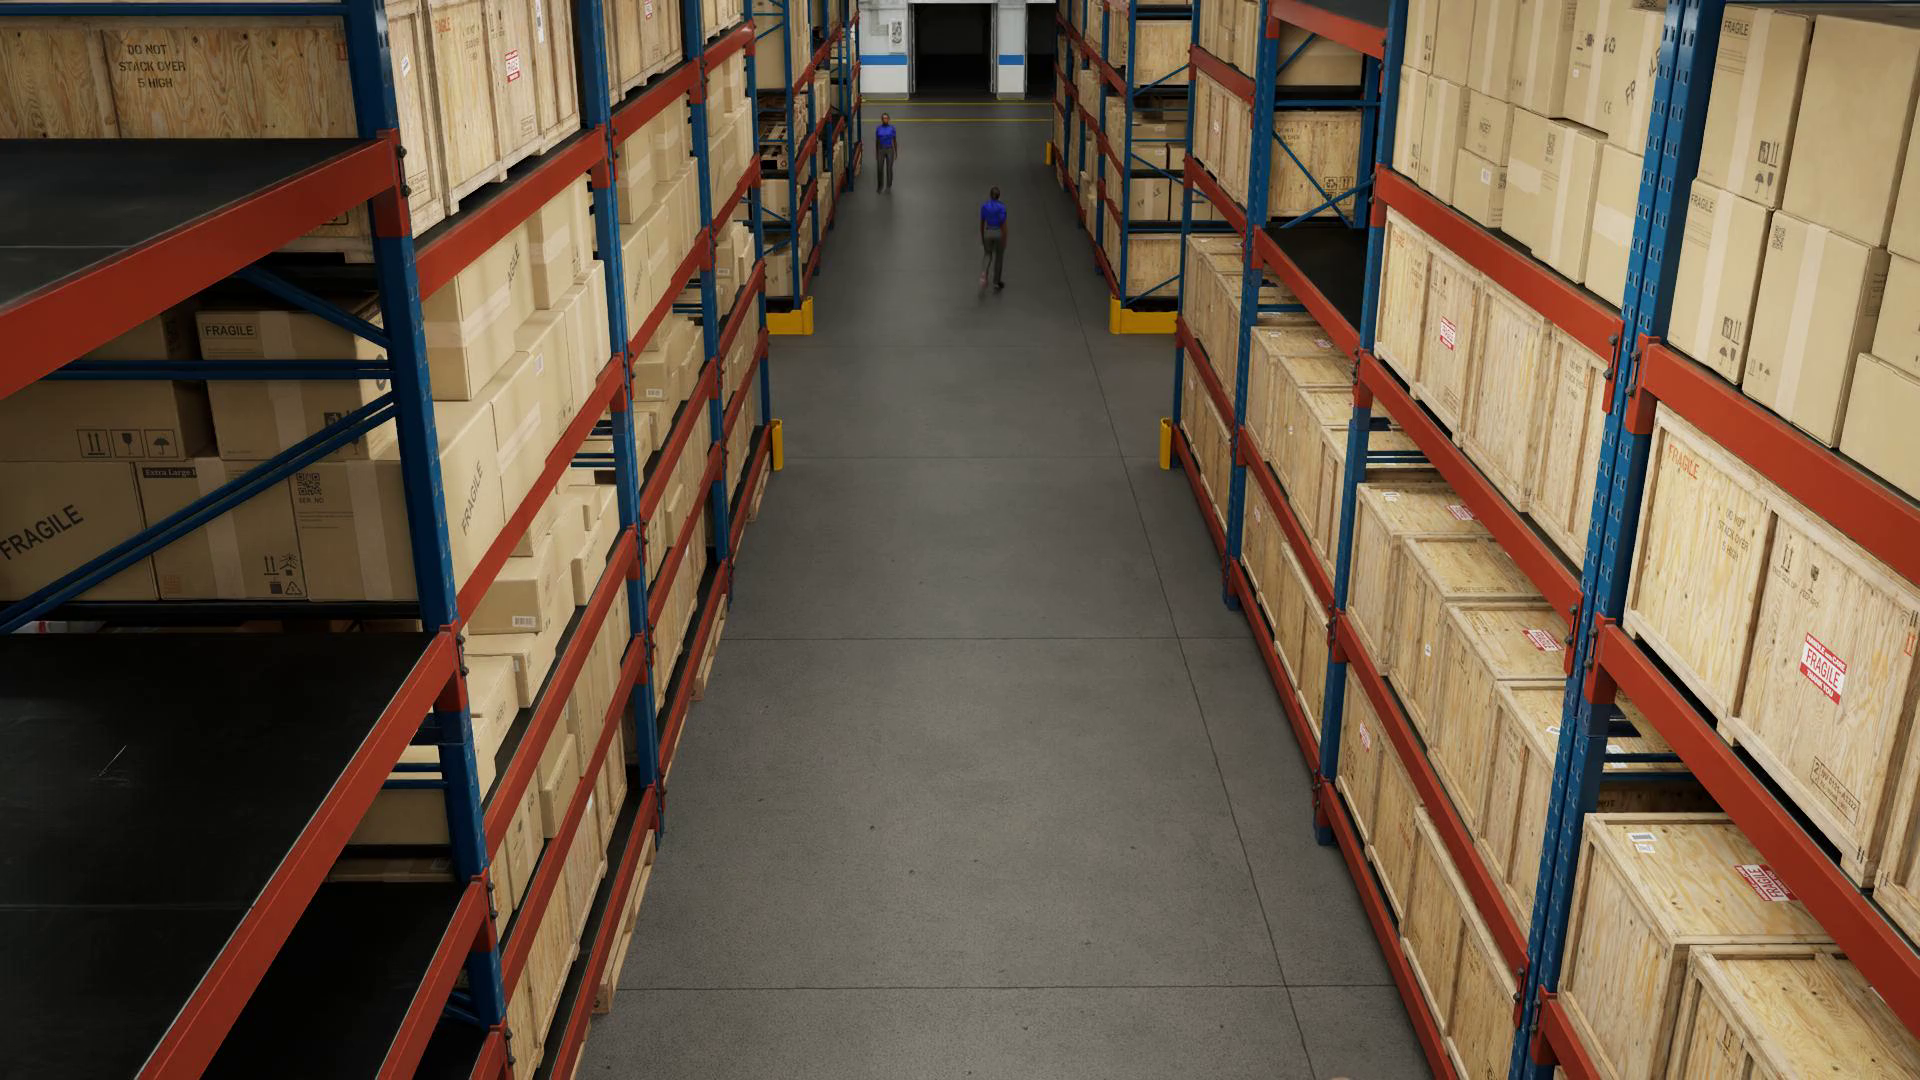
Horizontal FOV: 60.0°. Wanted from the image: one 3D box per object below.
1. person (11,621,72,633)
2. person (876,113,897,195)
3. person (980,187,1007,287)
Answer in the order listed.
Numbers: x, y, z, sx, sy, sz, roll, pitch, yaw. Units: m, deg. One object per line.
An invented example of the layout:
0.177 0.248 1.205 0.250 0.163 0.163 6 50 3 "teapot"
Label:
-6.585 0.935 12.108 0.525 1.782 0.658 0 22 -1 "person"
-1.581 -8.278 35.657 0.469 1.680 0.476 1 22 2 "person"
0.542 -4.935 27.146 0.446 1.654 0.574 7 23 18 "person"
